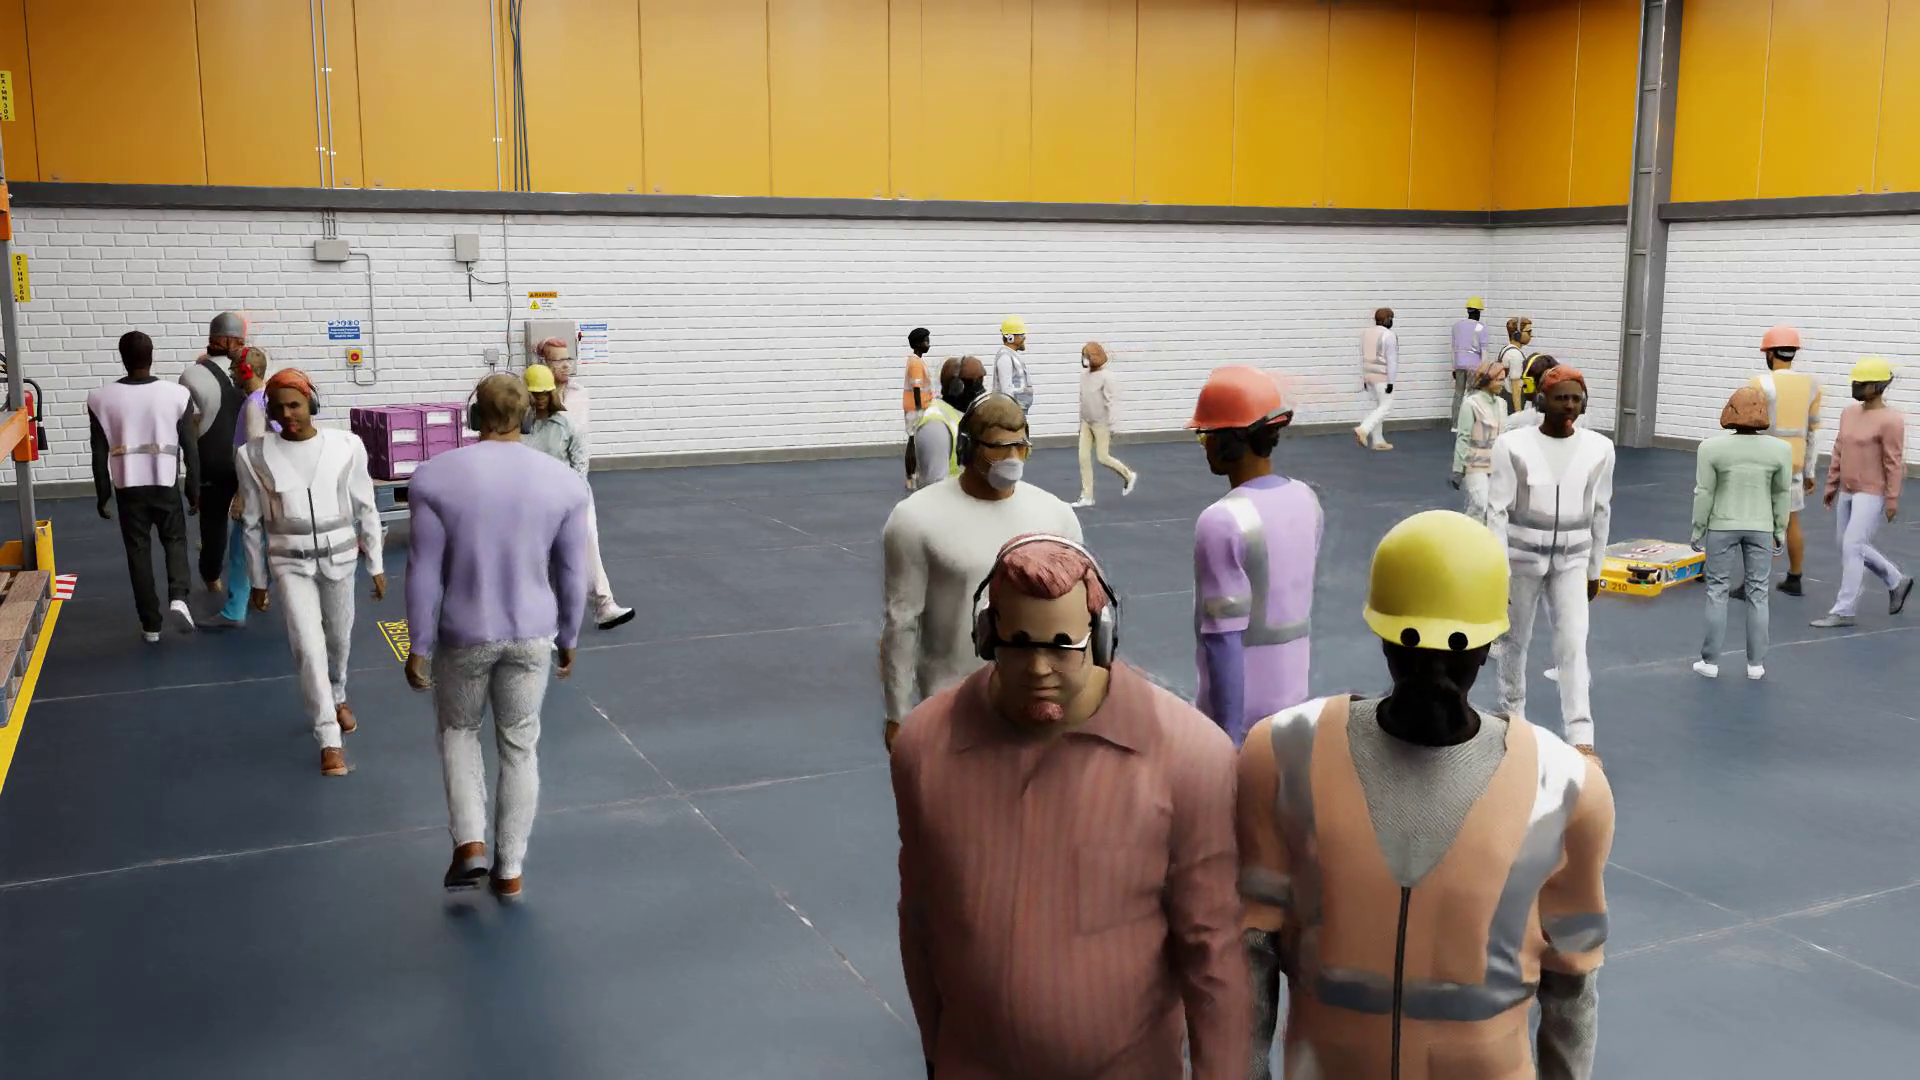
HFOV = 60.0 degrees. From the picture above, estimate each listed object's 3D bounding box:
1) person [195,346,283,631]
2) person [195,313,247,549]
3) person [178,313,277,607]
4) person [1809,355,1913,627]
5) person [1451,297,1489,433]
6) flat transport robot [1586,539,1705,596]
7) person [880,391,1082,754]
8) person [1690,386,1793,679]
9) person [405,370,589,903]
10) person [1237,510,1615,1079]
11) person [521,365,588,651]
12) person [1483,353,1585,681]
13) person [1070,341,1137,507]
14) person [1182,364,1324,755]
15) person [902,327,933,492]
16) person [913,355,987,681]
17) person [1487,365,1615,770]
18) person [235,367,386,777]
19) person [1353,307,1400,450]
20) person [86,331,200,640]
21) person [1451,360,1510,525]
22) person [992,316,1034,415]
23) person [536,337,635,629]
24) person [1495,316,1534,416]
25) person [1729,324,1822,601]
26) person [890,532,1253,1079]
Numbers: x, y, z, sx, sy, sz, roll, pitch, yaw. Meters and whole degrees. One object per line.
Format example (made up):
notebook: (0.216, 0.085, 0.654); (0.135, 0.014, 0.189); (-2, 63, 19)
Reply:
person: (-4.371, -0.319, 10.498); (0.866, 1.805, 0.570); (-4, 10, -22)
person: (-6.062, -0.930, 13.899); (0.636, 1.938, 0.989); (2, 9, 11)
person: (-5.004, -0.591, 11.449); (0.694, 2.000, 1.007); (-5, 11, -30)
person: (5.823, -0.310, 10.622); (0.721, 1.744, 0.526); (-1, 9, -5)
person: (7.144, -2.437, 23.301); (0.390, 1.919, 0.581); (-8, 12, -41)
flat transport robot: (4.997, 0.182, 12.125); (0.652, 0.197, 1.431); (9, 13, 44)
person: (0.123, 0.510, 5.029); (0.654, 1.901, 0.837); (-4, 10, -22)
person: (4.341, -0.037, 9.267); (0.504, 1.636, 0.280); (2, 9, 14)
person: (-1.654, 0.357, 5.986); (0.670, 1.907, 0.435); (-3, 10, -20)
person: (0.740, 0.878, 2.746); (0.594, 1.911, 0.705); (3, 10, 20)
person: (-2.430, -0.157, 9.723); (0.512, 1.713, 0.738); (-2, 9, -15)
person: (3.229, -0.141, 9.370); (0.528, 1.814, 1.006); (-4, 10, -21)
person: (1.393, -1.120, 16.085); (0.657, 1.610, 0.506); (-6, 11, -34)
person: (0.928, 0.470, 5.018); (1.015, 2.010, 0.626); (9, 13, 43)
person: (-0.440, -1.351, 17.230); (0.317, 1.696, 0.540); (-1, 9, -3)
person: (-0.044, -0.071, 8.873); (0.627, 1.827, 0.643); (4, 10, 23)
person: (2.696, 0.127, 7.612); (0.576, 1.830, 0.980); (1, 9, 7)
person: (-3.030, 0.106, 7.763); (0.615, 1.845, 0.953); (-5, 10, -28)
person: (5.253, -2.028, 21.034); (0.608, 1.830, 0.632); (-4, 10, -22)
person: (-4.983, -0.322, 10.197); (0.590, 1.907, 0.447); (-5, 10, -27)
person: (3.835, -0.492, 12.108); (0.544, 1.615, 0.488); (-9, 12, -43)
person: (0.521, -1.279, 16.365); (0.404, 1.833, 0.586); (1, 9, 5)
person: (-2.527, -0.348, 10.516); (1.003, 1.849, 0.670); (8, 12, 39)
person: (5.302, -1.221, 15.962); (0.329, 1.844, 0.517); (1, 9, 5)
person: (5.644, -0.537, 11.519); (0.565, 1.927, 0.404); (-2, 9, -10)
person: (0.202, 0.878, 2.959); (0.650, 1.862, 0.966); (2, 9, 15)
